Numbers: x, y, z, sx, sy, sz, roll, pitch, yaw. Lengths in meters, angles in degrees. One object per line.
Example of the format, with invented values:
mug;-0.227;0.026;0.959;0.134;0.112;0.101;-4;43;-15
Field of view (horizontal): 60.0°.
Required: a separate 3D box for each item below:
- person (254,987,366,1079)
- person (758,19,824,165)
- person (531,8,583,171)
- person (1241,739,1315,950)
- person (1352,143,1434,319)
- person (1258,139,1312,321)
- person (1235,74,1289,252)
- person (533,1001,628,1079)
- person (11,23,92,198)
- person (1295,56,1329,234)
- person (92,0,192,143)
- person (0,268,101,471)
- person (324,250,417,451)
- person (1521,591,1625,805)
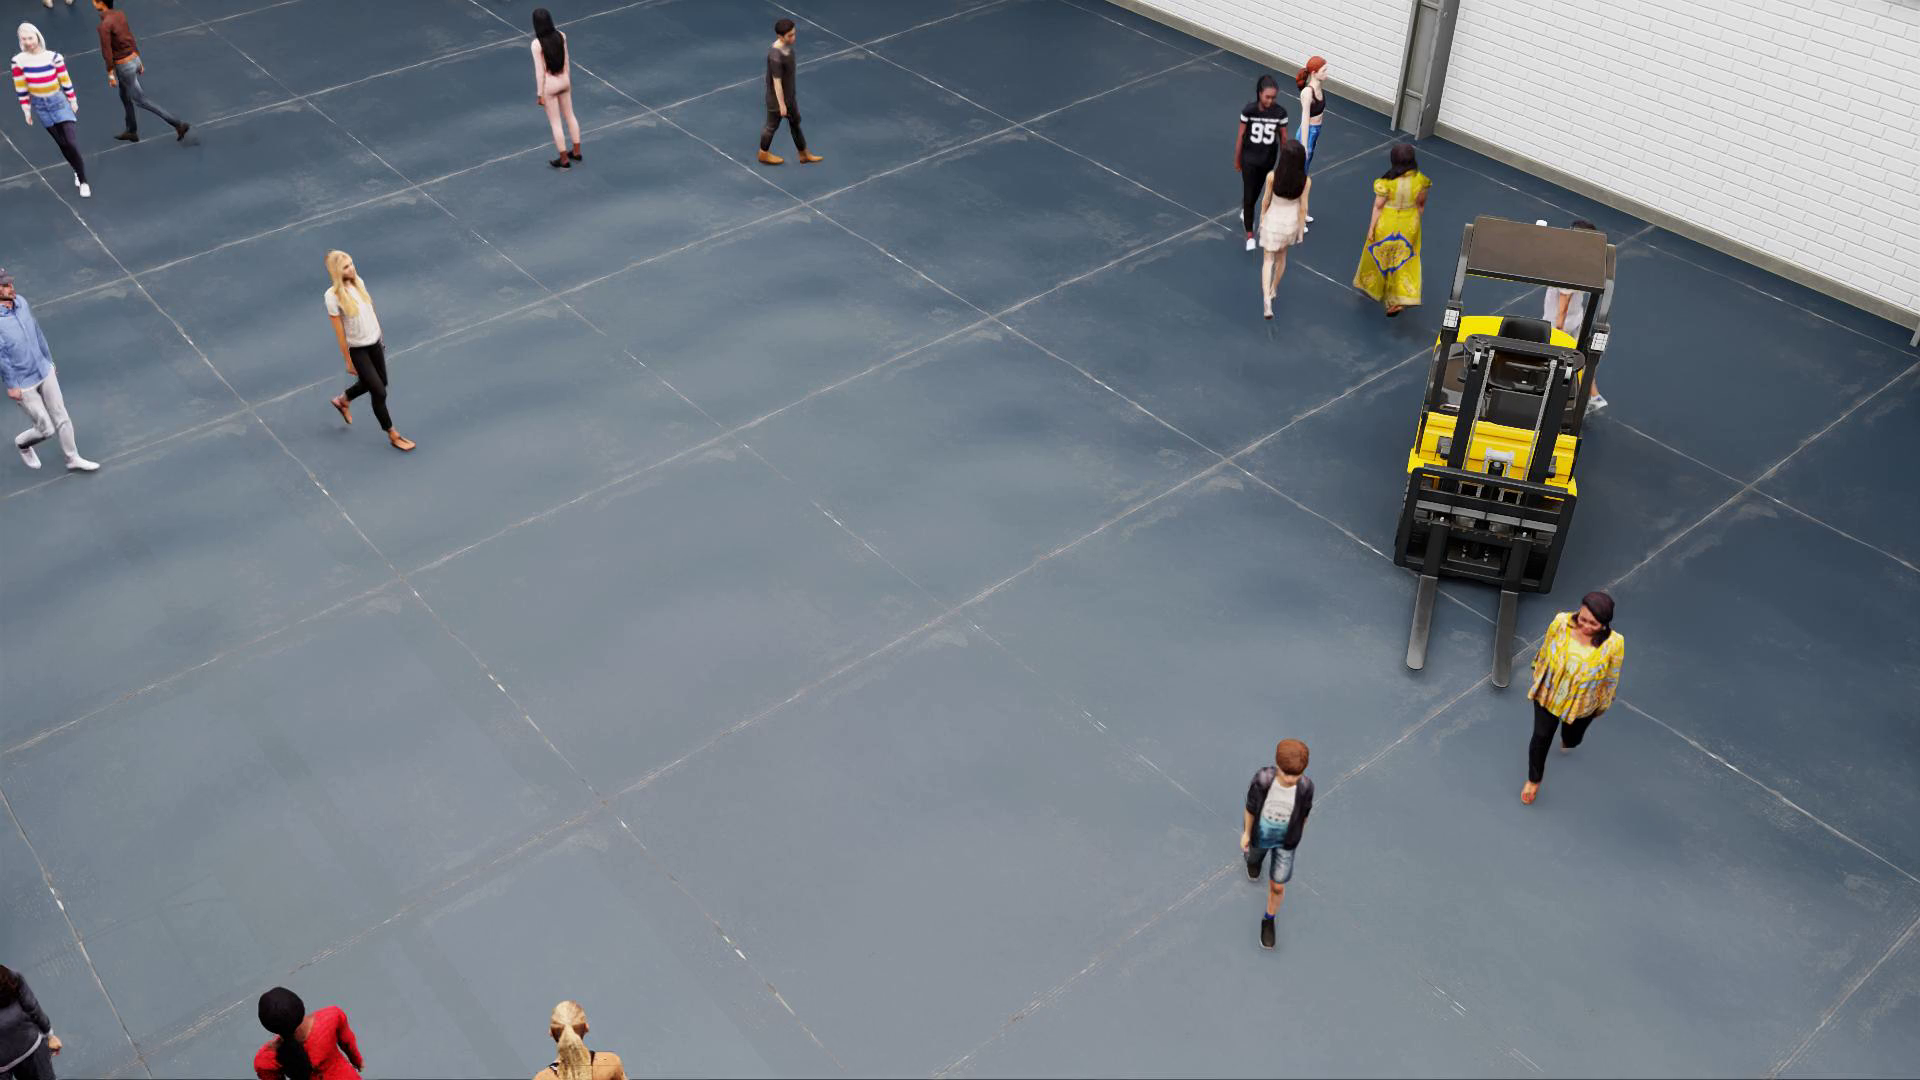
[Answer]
person;-3.033;2.816;8.124;0.642;1.754;1.061;-25;45;-28
person;-1.970;-4.754;17.666;1.082;1.664;0.941;7;39;9
person;-4.304;-4.807;17.688;0.608;1.719;0.674;24;44;27
person;1.841;1.683;9.800;0.937;1.423;0.937;8;39;10
person;4.023;-2.801;15.259;1.097;1.627;1.199;-1;39;-1
person;2.920;-2.798;15.175;0.968;1.716;1.005;5;39;6
person;2.934;-3.774;16.413;1.125;1.696;1.232;-2;39;-3
person;-1.750;2.927;7.927;0.861;1.816;1.088;-12;40;-15
person;-9.403;-4.500;17.253;0.885;1.784;1.024;-9;39;-11
person;3.457;-3.957;16.581;0.707;1.784;0.671;15;41;17
person;-8.948;-5.110;18.049;1.178;1.743;1.153;1;39;1
person;-7.451;-1.318;13.198;0.994;1.871;0.903;11;40;13
person;-4.943;-1.549;13.539;1.102;1.807;0.941;12;40;14
person;3.882;0.947;10.549;0.960;1.639;0.933;21;43;25
